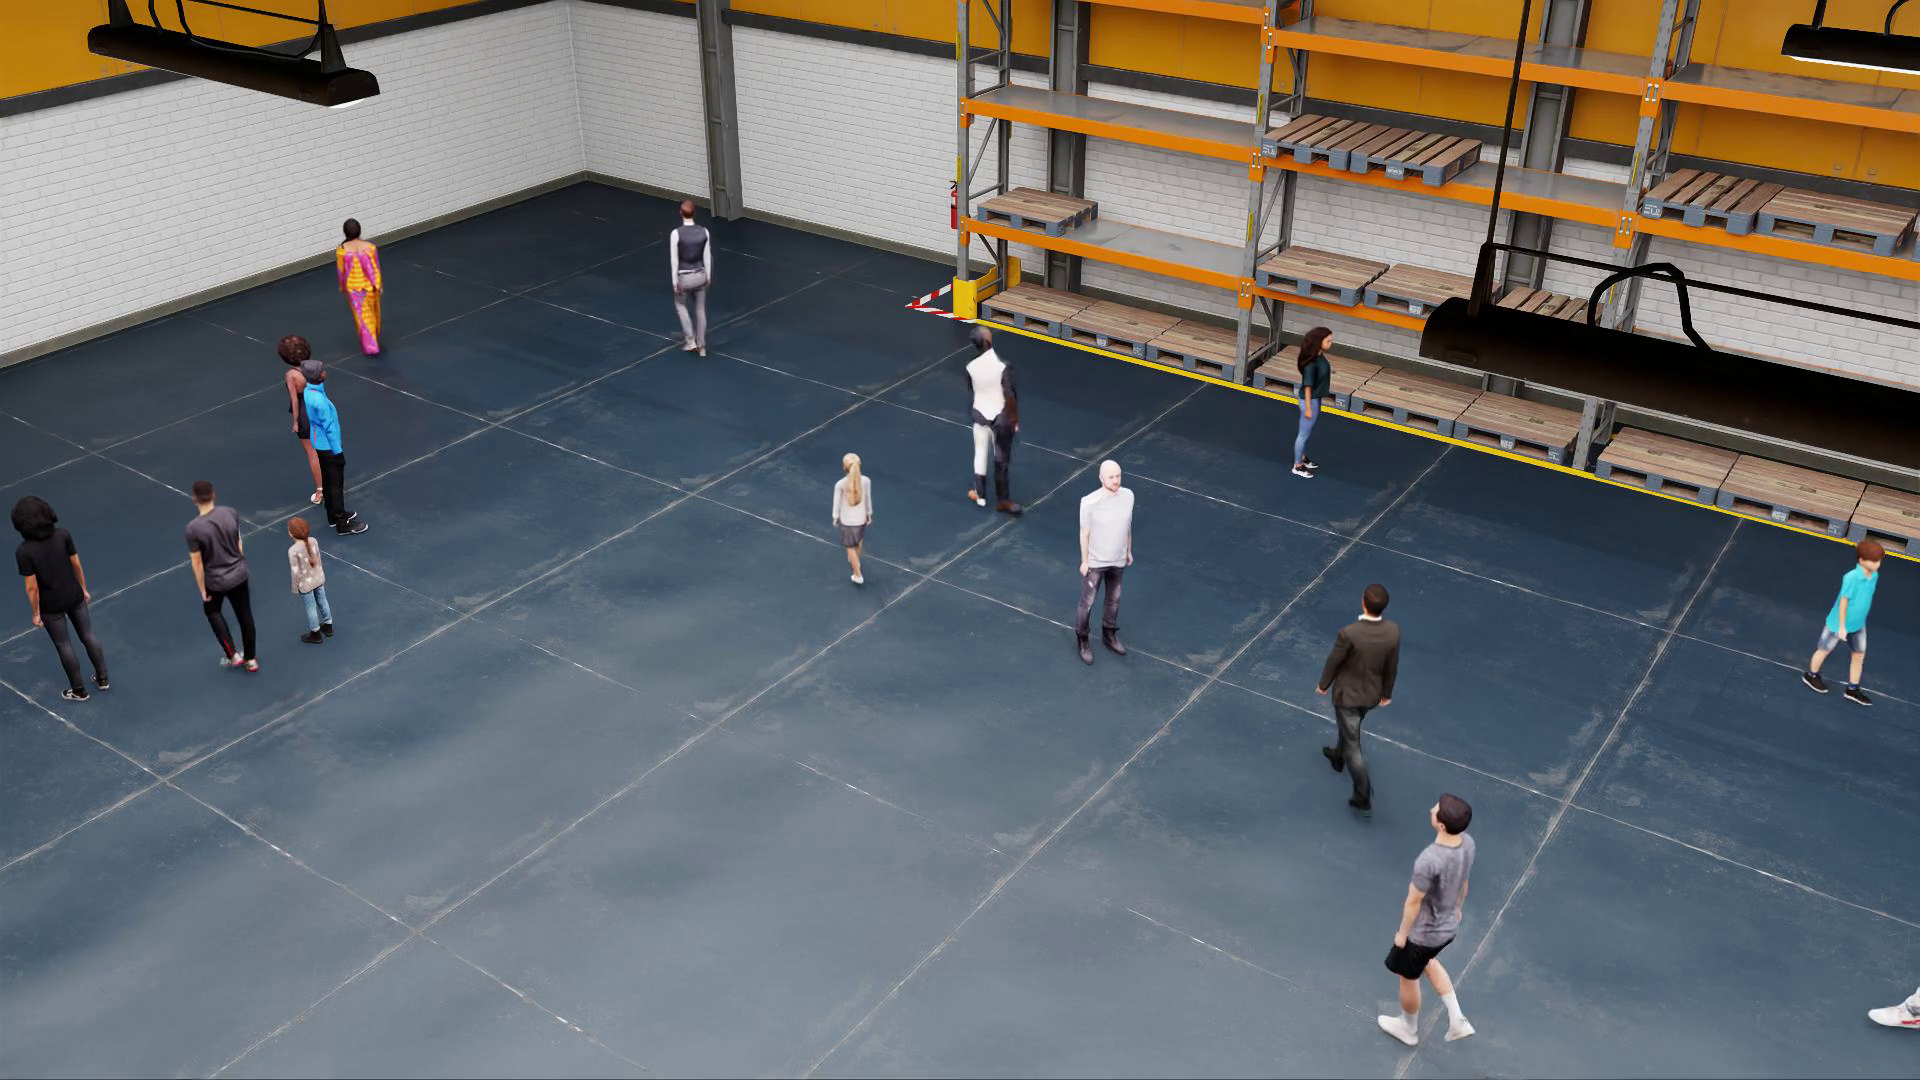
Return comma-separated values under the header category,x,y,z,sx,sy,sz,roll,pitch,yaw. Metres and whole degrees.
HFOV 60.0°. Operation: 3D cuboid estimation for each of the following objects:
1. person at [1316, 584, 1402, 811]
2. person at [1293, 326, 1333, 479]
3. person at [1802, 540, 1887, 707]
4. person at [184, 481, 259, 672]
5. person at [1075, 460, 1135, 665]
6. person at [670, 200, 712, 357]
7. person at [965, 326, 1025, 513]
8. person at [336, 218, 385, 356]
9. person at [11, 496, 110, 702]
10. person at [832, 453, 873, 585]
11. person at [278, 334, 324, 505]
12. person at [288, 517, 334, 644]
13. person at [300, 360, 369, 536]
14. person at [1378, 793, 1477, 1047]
category,x,y,z,sx,sy,sz,roll,pitch,yaw
person,2.967,1.169,12.294,1.093,1.778,1.223,-9,30,-15
person,3.641,-1.459,17.279,0.658,1.616,0.652,11,30,19
person,7.234,0.619,13.667,0.779,1.428,0.871,-8,30,-14
person,-6.067,0.348,13.831,0.651,1.747,0.675,23,36,36
person,1.227,0.148,14.109,0.750,1.831,0.764,-12,31,-21
person,-3.198,-3.114,19.993,0.773,1.924,0.781,-13,31,-22
person,0.352,-1.172,16.493,0.574,1.865,0.936,23,36,35
person,-7.262,-3.071,20.178,0.983,1.671,1.218,-15,32,-25
person,-7.317,0.467,13.519,0.510,1.837,0.633,18,33,30
person,-0.975,-0.187,15.320,0.732,1.260,0.863,-12,31,-21
person,-6.500,-1.212,16.648,0.572,1.788,0.590,13,31,23
person,-5.646,0.338,14.427,0.495,1.194,0.499,14,32,24
person,-6.130,-0.906,16.081,0.729,1.794,0.583,-21,35,-33
person,2.913,2.366,10.016,0.786,1.858,0.918,-22,35,-34
